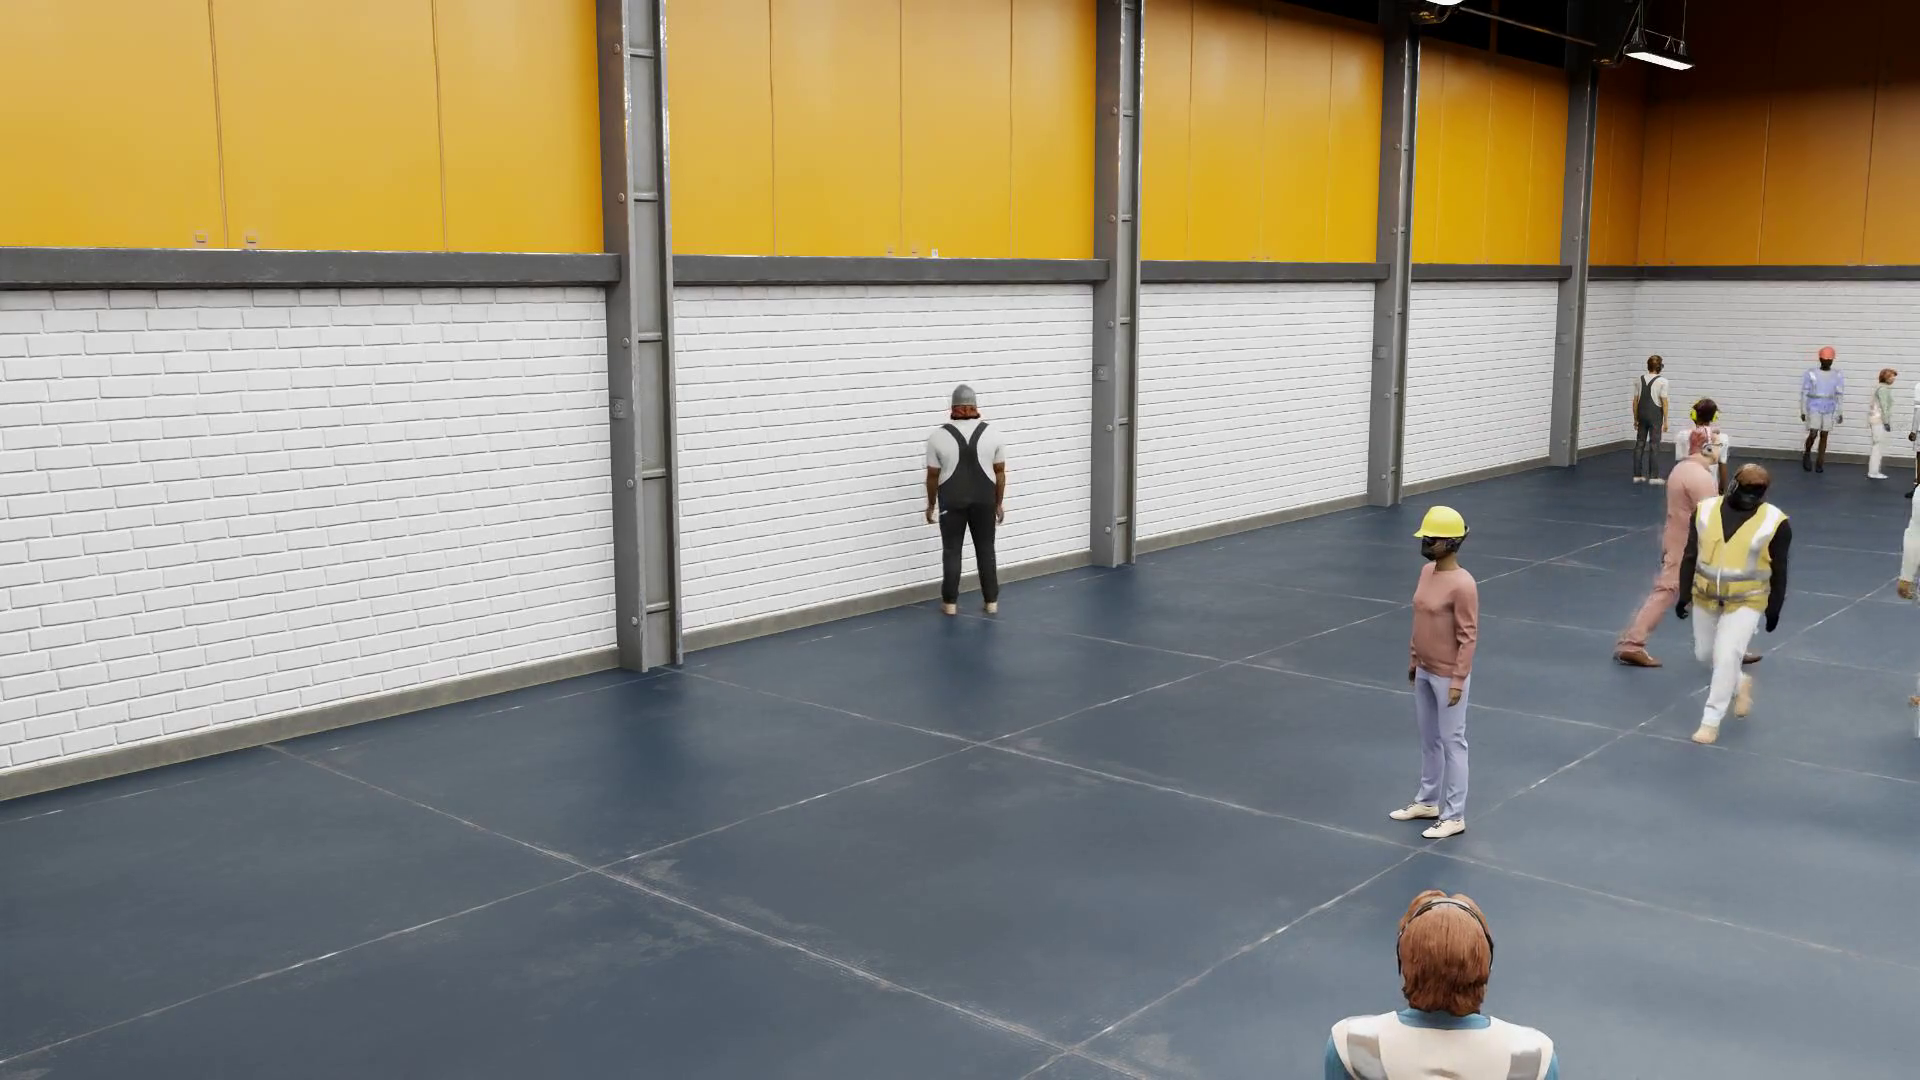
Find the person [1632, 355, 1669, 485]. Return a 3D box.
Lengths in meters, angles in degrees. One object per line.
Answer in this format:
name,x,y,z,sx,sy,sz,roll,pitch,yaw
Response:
person,9.850,-1.713,23.725,0.325,1.843,0.516,-7,11,-37

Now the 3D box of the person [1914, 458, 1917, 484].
person,13.803,-1.697,23.549,0.311,1.869,0.534,-3,10,-18

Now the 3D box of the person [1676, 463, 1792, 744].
person,5.000,0.380,10.741,0.809,1.797,0.624,-9,12,-43

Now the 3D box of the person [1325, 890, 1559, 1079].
person,1.053,1.580,3.692,0.513,1.641,0.307,1,9,7

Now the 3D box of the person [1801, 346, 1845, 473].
person,12.968,-1.954,25.012,0.559,1.919,0.467,2,9,11

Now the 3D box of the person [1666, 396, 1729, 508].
person,6.889,-0.409,15.517,0.537,1.851,0.580,0,9,0

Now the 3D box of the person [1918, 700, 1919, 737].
person,6.397,0.431,10.646,0.466,1.712,0.507,-3,9,-16

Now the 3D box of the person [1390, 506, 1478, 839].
person,2.539,0.696,8.844,0.316,1.769,0.523,-2,9,-13

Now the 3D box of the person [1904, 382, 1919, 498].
person,12.882,-1.501,22.103,0.551,1.936,0.356,-1,9,-7

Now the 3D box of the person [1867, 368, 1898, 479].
person,13.483,-1.705,24.356,0.342,1.626,0.560,6,11,33

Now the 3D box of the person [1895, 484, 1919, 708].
person,6.706,0.230,11.300,0.632,1.919,0.426,-4,10,-23

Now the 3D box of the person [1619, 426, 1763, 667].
person,5.536,0.069,12.563,1.042,1.848,0.652,3,9,16

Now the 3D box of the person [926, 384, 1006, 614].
person,0.048,-0.362,14.632,0.689,2.000,0.537,-1,9,-5
